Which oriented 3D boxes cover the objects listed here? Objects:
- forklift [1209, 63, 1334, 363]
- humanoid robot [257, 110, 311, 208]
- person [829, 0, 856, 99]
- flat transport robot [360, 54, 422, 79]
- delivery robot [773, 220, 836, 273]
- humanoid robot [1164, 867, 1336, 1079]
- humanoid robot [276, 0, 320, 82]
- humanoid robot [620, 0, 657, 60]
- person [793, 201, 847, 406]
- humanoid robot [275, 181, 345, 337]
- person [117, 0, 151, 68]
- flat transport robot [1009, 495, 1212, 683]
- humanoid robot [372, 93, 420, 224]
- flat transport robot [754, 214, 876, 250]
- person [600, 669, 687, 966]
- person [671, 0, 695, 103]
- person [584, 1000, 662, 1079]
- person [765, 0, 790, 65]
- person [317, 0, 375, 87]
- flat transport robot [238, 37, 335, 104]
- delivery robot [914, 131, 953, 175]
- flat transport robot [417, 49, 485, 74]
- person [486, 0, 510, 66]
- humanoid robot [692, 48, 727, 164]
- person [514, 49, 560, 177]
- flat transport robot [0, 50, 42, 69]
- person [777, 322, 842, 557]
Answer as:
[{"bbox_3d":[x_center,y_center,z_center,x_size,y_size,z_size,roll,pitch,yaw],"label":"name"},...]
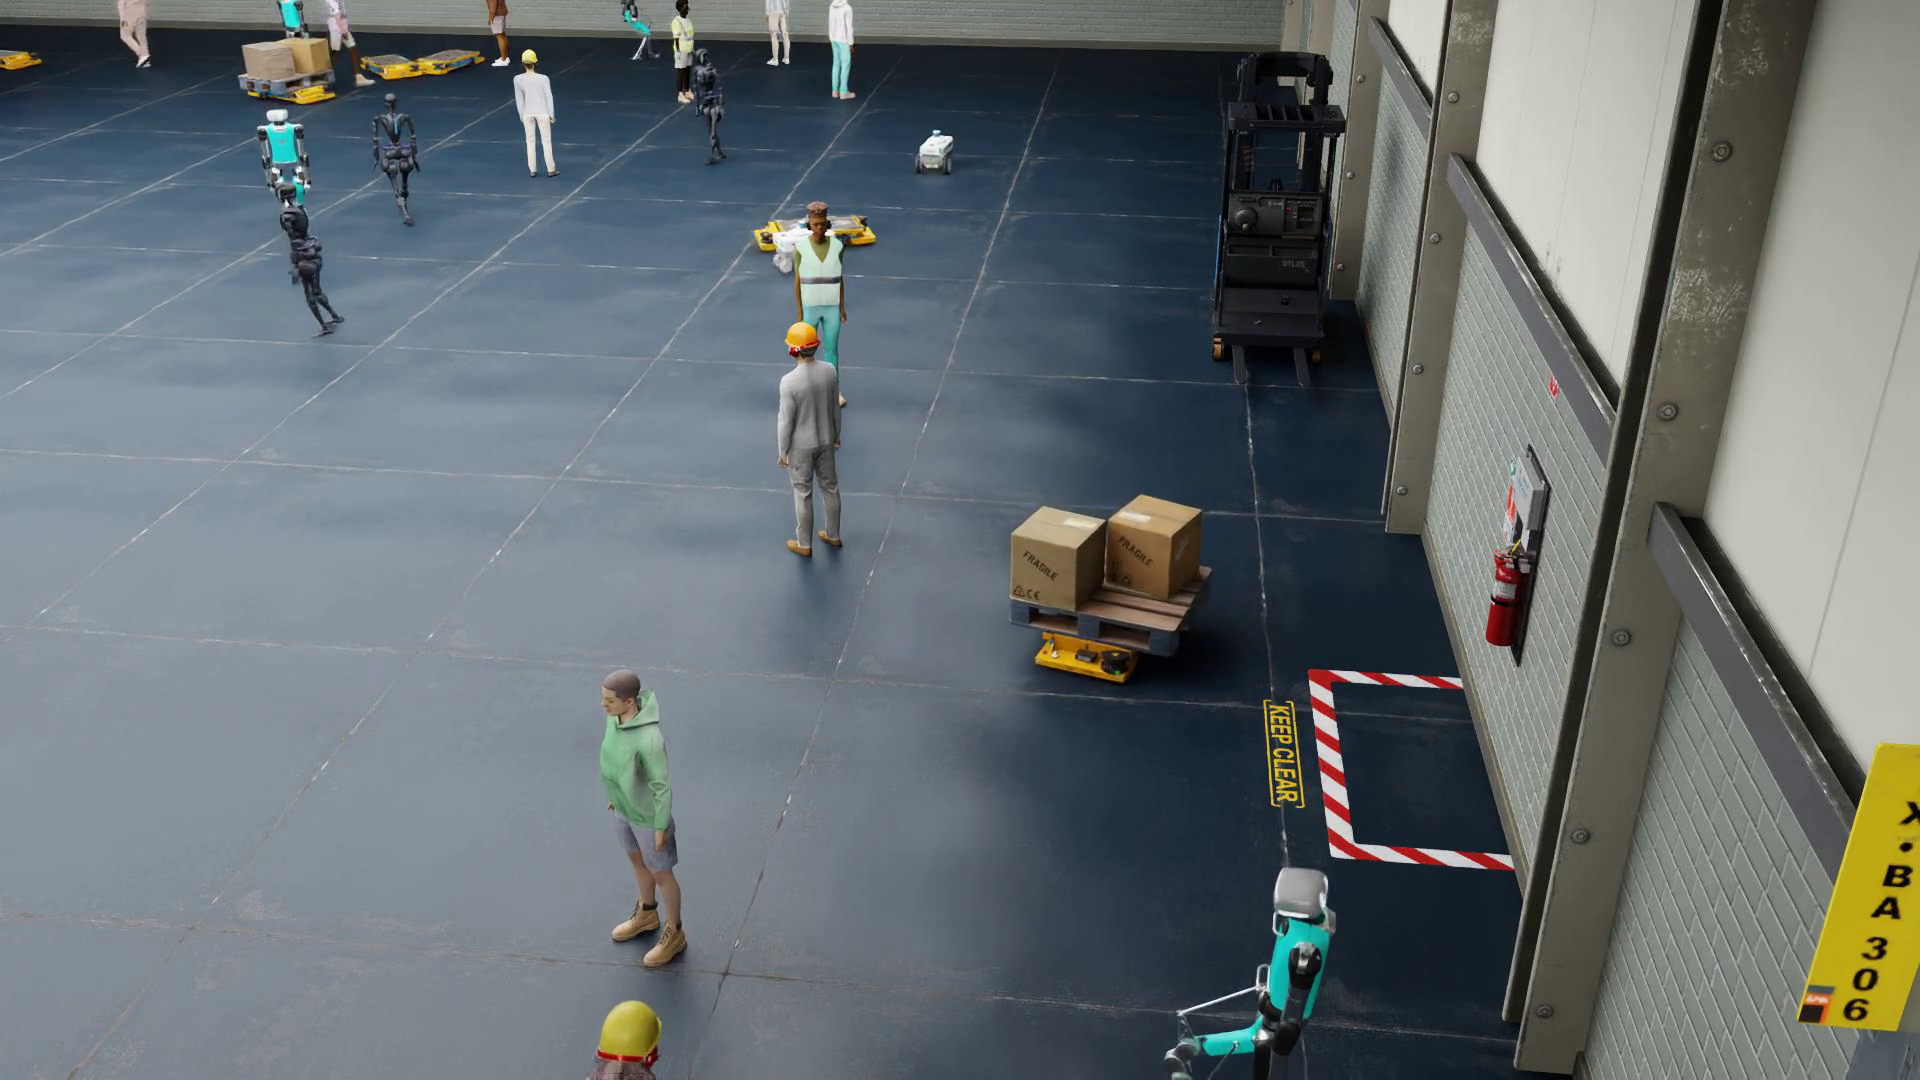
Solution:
[{"bbox_3d":[3.241,-3.477,17.183,1.129,2.768,1.873,3,27,6],"label":"forklift"},{"bbox_3d":[-8.214,-4.438,20.361,0.537,1.726,0.993,-9,28,-17],"label":"humanoid robot"},{"bbox_3d":[-1.989,-8.466,28.219,0.511,1.896,0.414,23,35,38],"label":"person"},{"bbox_3d":[-10.429,-8.664,30.435,0.659,0.231,1.431,-18,32,-32],"label":"flat transport robot"},{"bbox_3d":[-1.829,-3.499,19.826,0.811,0.613,0.499,-11,29,-21],"label":"delivery robot"},{"bbox_3d":[1.244,2.148,7.202,0.957,1.753,0.543,5,27,11],"label":"humanoid robot"},{"bbox_3d":[-11.283,-8.628,28.700,0.530,1.771,0.713,12,29,23],"label":"humanoid robot"},{"bbox_3d":[-6.030,-9.893,31.356,0.785,1.888,0.555,-16,31,-29],"label":"humanoid robot"},{"bbox_3d":[-1.312,-2.210,15.647,0.481,1.978,0.404,-8,28,-16],"label":"person"},{"bbox_3d":[-6.848,-2.967,17.493,0.410,1.642,0.585,-2,27,-4],"label":"humanoid robot"},{"bbox_3d":[-15.209,-9.621,30.540,0.423,1.892,0.666,9,28,16],"label":"person"},{"bbox_3d":[1.101,0.566,12.009,0.659,0.231,1.431,11,29,21],"label":"flat transport robot"},{"bbox_3d":[-7.305,-4.938,21.498,0.603,1.632,0.808,-17,31,-30],"label":"humanoid robot"},{"bbox_3d":[-1.819,-3.843,20.810,1.431,0.231,0.659,-6,27,-12],"label":"flat transport robot"},{"bbox_3d":[-1.652,1.423,8.652,0.313,1.741,0.482,-22,34,-37],"label":"person"},{"bbox_3d":[-4.635,-8.242,27.995,0.322,1.696,0.535,11,29,20],"label":"person"},{"bbox_3d":[-1.227,2.531,6.443,0.546,1.743,0.436,3,27,7],"label":"person"},{"bbox_3d":[-3.388,-9.787,30.884,0.497,1.876,0.401,-17,31,-30],"label":"person"},{"bbox_3d":[-10.909,-8.929,29.048,0.972,1.984,0.682,-3,27,-5],"label":"person"},{"bbox_3d":[-11.460,-7.694,28.499,1.431,0.231,0.659,15,30,27],"label":"flat transport robot"},{"bbox_3d":[-0.340,-5.589,23.968,0.499,0.586,0.773,6,27,12],"label":"delivery robot"},{"bbox_3d":[-9.500,-8.864,30.835,0.659,0.231,1.431,9,28,17],"label":"flat transport robot"},{"bbox_3d":[-8.581,-9.768,30.867,0.396,1.855,0.777,-1,27,-2],"label":"person"},{"bbox_3d":[-3.656,-6.317,24.198,0.615,1.629,0.638,17,31,31],"label":"humanoid robot"},{"bbox_3d":[-5.976,-6.006,23.453,0.524,1.772,0.303,0,27,1],"label":"person"},{"bbox_3d":[-17.982,-8.970,31.045,1.431,0.231,0.659,8,28,16],"label":"flat transport robot"},{"bbox_3d":[-1.164,-0.777,12.891,0.570,1.890,0.377,-19,32,-33],"label":"person"}]
